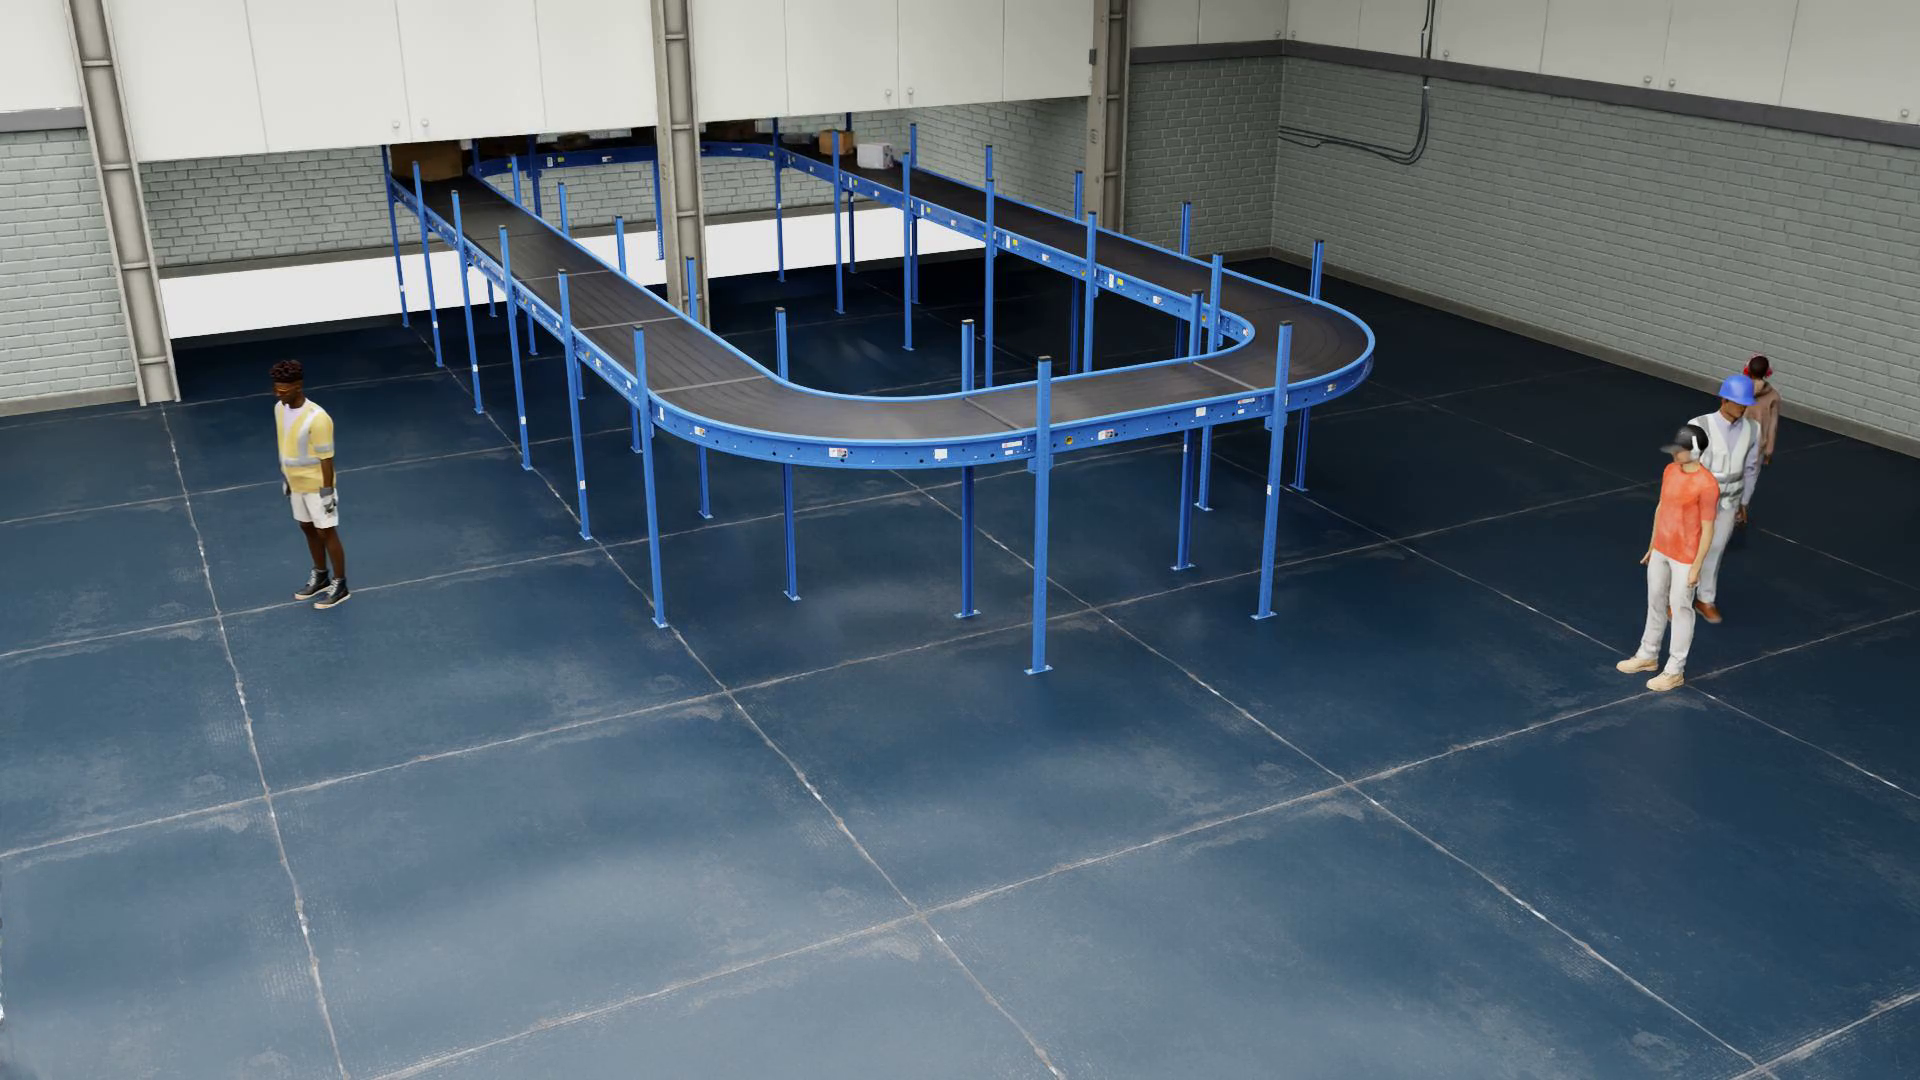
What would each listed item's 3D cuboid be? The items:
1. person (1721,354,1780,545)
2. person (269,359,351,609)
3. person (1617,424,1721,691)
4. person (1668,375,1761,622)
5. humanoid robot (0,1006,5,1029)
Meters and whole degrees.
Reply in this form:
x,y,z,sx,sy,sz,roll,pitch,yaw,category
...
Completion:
x,y,z,sx,sy,sz,roll,pitch,yaw,category
6.596,-0.782,14.024,0.483,1.603,0.873,8,24,20,person
-4.977,-0.440,12.716,0.601,1.958,0.373,16,27,34,person
4.879,0.117,11.406,0.423,1.905,0.476,-7,23,-17,person
5.617,-0.305,12.411,0.607,1.942,0.405,-2,22,-5,person
-4.600,1.797,7.515,0.867,1.790,0.545,16,27,34,humanoid robot
